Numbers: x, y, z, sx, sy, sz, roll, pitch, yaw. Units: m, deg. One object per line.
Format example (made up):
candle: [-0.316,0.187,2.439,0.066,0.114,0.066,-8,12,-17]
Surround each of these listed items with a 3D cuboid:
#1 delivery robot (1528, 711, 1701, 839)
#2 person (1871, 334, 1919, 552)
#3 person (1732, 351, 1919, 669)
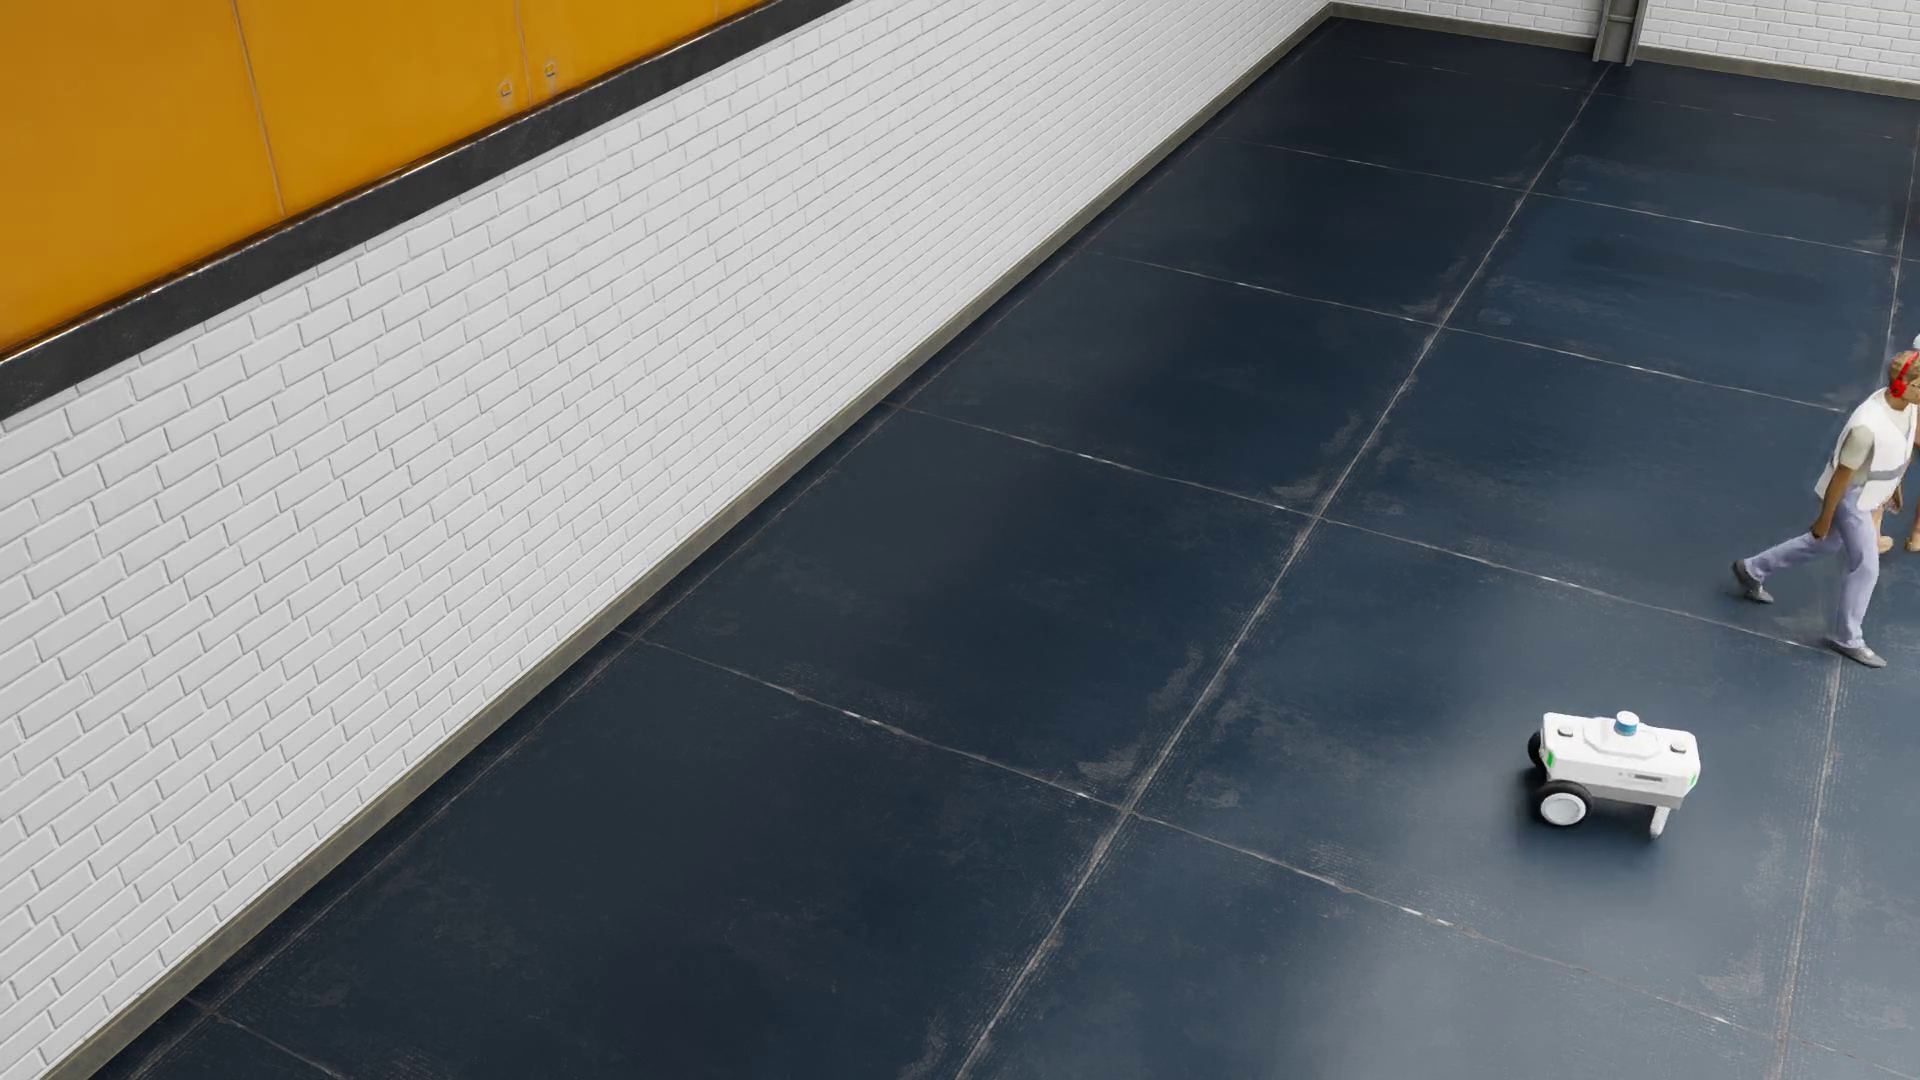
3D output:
delivery robot: [3.160,1.092,8.089,0.758,0.586,0.512,7,35,11]
person: [5.715,-0.682,9.683,0.716,1.725,0.510,-16,37,-22]
person: [4.781,-0.251,8.976,0.894,1.810,0.574,28,43,35]
